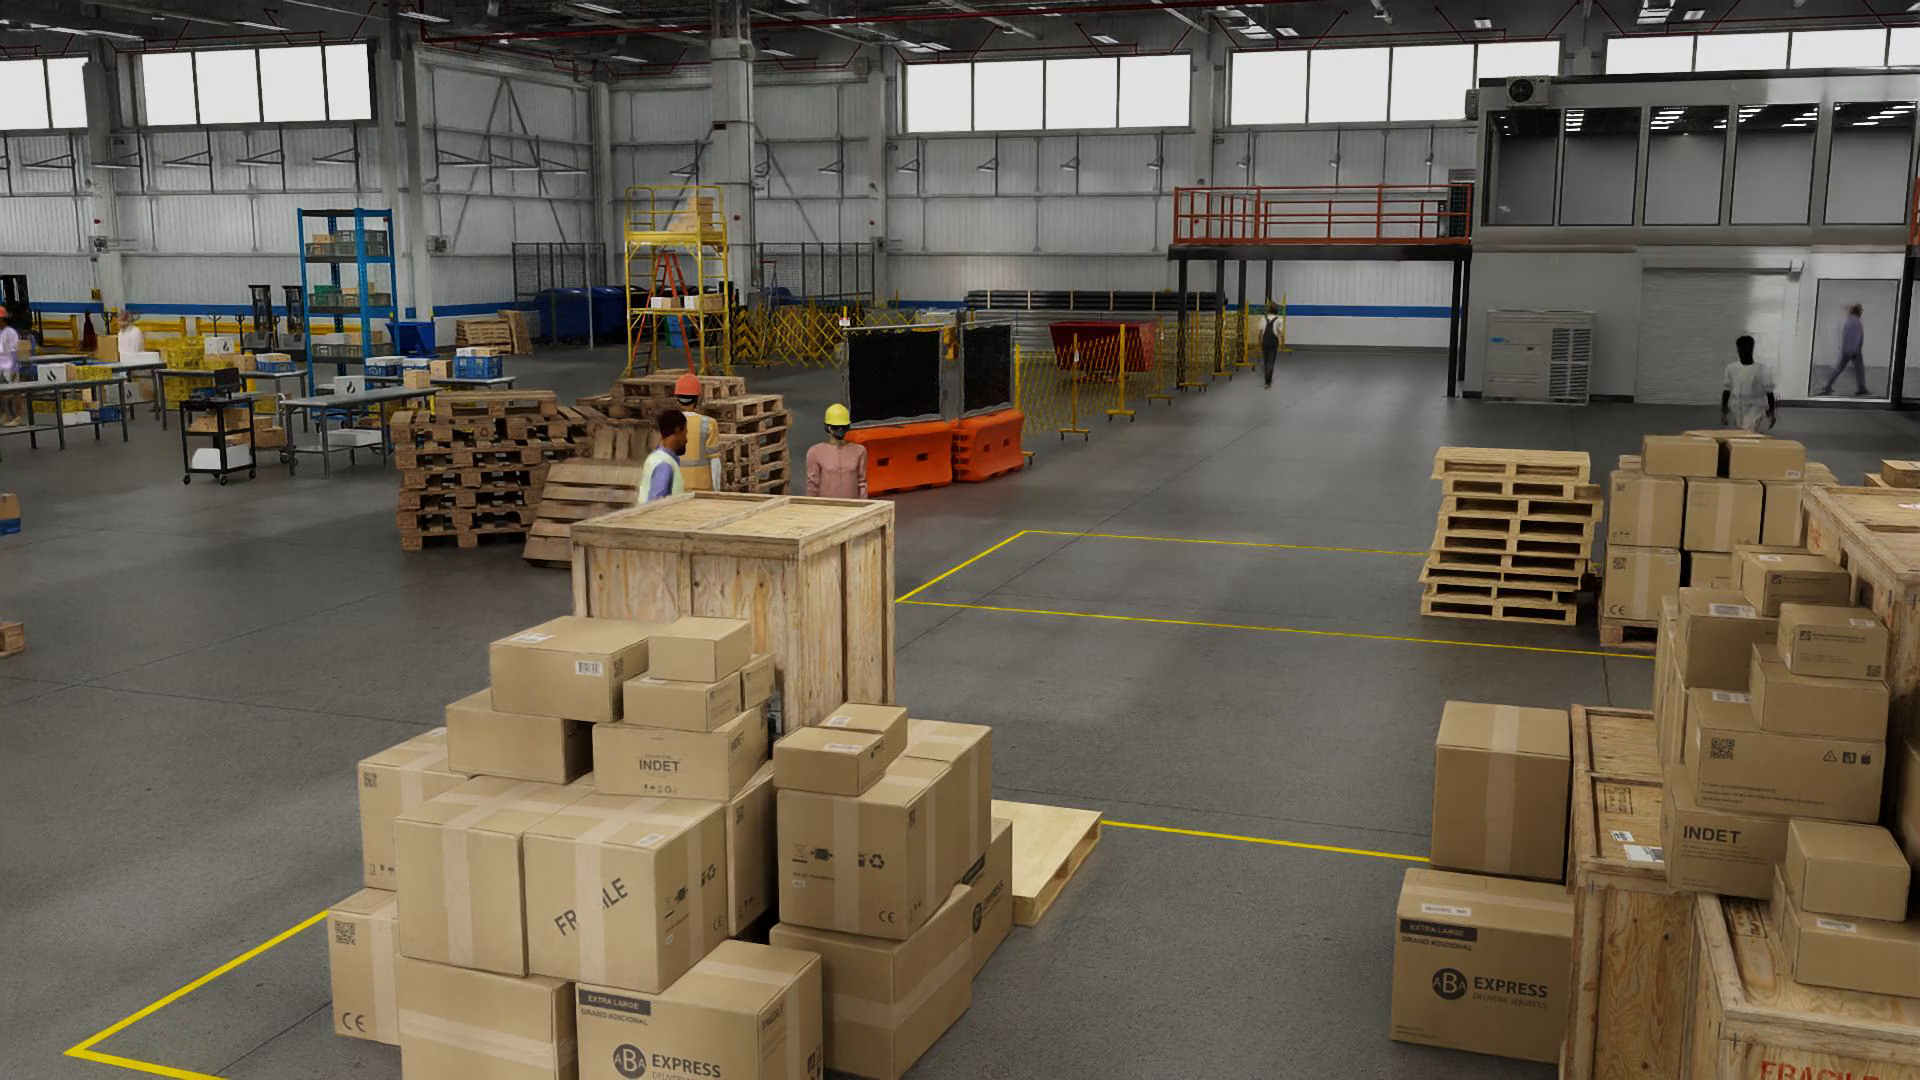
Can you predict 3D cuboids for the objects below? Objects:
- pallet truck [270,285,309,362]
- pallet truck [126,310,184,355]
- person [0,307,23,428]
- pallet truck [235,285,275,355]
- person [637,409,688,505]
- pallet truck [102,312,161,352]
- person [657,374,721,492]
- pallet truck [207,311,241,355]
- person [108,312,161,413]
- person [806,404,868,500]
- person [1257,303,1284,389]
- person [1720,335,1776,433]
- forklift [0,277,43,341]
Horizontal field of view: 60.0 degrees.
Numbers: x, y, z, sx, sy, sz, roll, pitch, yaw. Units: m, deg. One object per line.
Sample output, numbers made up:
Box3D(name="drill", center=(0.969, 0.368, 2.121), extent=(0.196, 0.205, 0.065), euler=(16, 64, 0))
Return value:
Box3D(name="pallet truck", center=(-17.147, -5.700, 43.663), extent=(0.823, 1.965, 1.885), euler=(3, 11, 17))
Box3D(name="pallet truck", center=(-22.038, -5.665, 45.457), extent=(0.704, 1.261, 1.522), euler=(3, 11, 17))
Box3D(name="person", center=(-15.897, -2.850, 27.524), extent=(0.636, 2.024, 0.686), euler=(4, 11, 21))
Box3D(name="pallet truck", center=(-18.327, -5.835, 44.421), extent=(0.823, 1.965, 1.885), euler=(4, 11, 23))
Box3D(name="person", center=(-2.140, 0.016, 11.806), extent=(0.495, 1.875, 0.615), euler=(-3, 10, -14))
Box3D(name="pallet truck", center=(-23.057, -5.777, 46.261), extent=(0.680, 1.201, 1.601), euler=(3, 11, 19))
Box3D(name="person", center=(-2.316, -0.457, 14.302), extent=(0.545, 1.938, 0.362), euler=(0, 10, 0))
Box3D(name="pallet truck", center=(-19.537, -5.575, 44.913), extent=(0.653, 1.274, 1.630), euler=(3, 11, 19))
Box3D(name="person", center=(-14.890, -3.174, 29.914), extent=(0.628, 1.844, 1.084), euler=(6, 12, 30))
Box3D(name="person", center=(-0.985, -0.221, 13.458), extent=(0.525, 1.769, 0.312), euler=(-4, 11, -23))
Box3D(name="person", center=(6.636, -4.129, 35.390), extent=(0.538, 1.790, 0.979), euler=(5, 11, 26))
Box3D(name="person", center=(10.094, -1.666, 21.221), extent=(1.028, 1.913, 0.636), euler=(-7, 12, -35))
Box3D(name="forklift", center=(-27.151, -6.329, 46.328), extent=(1.157, 1.987, 2.680), euler=(3, 11, 17))
